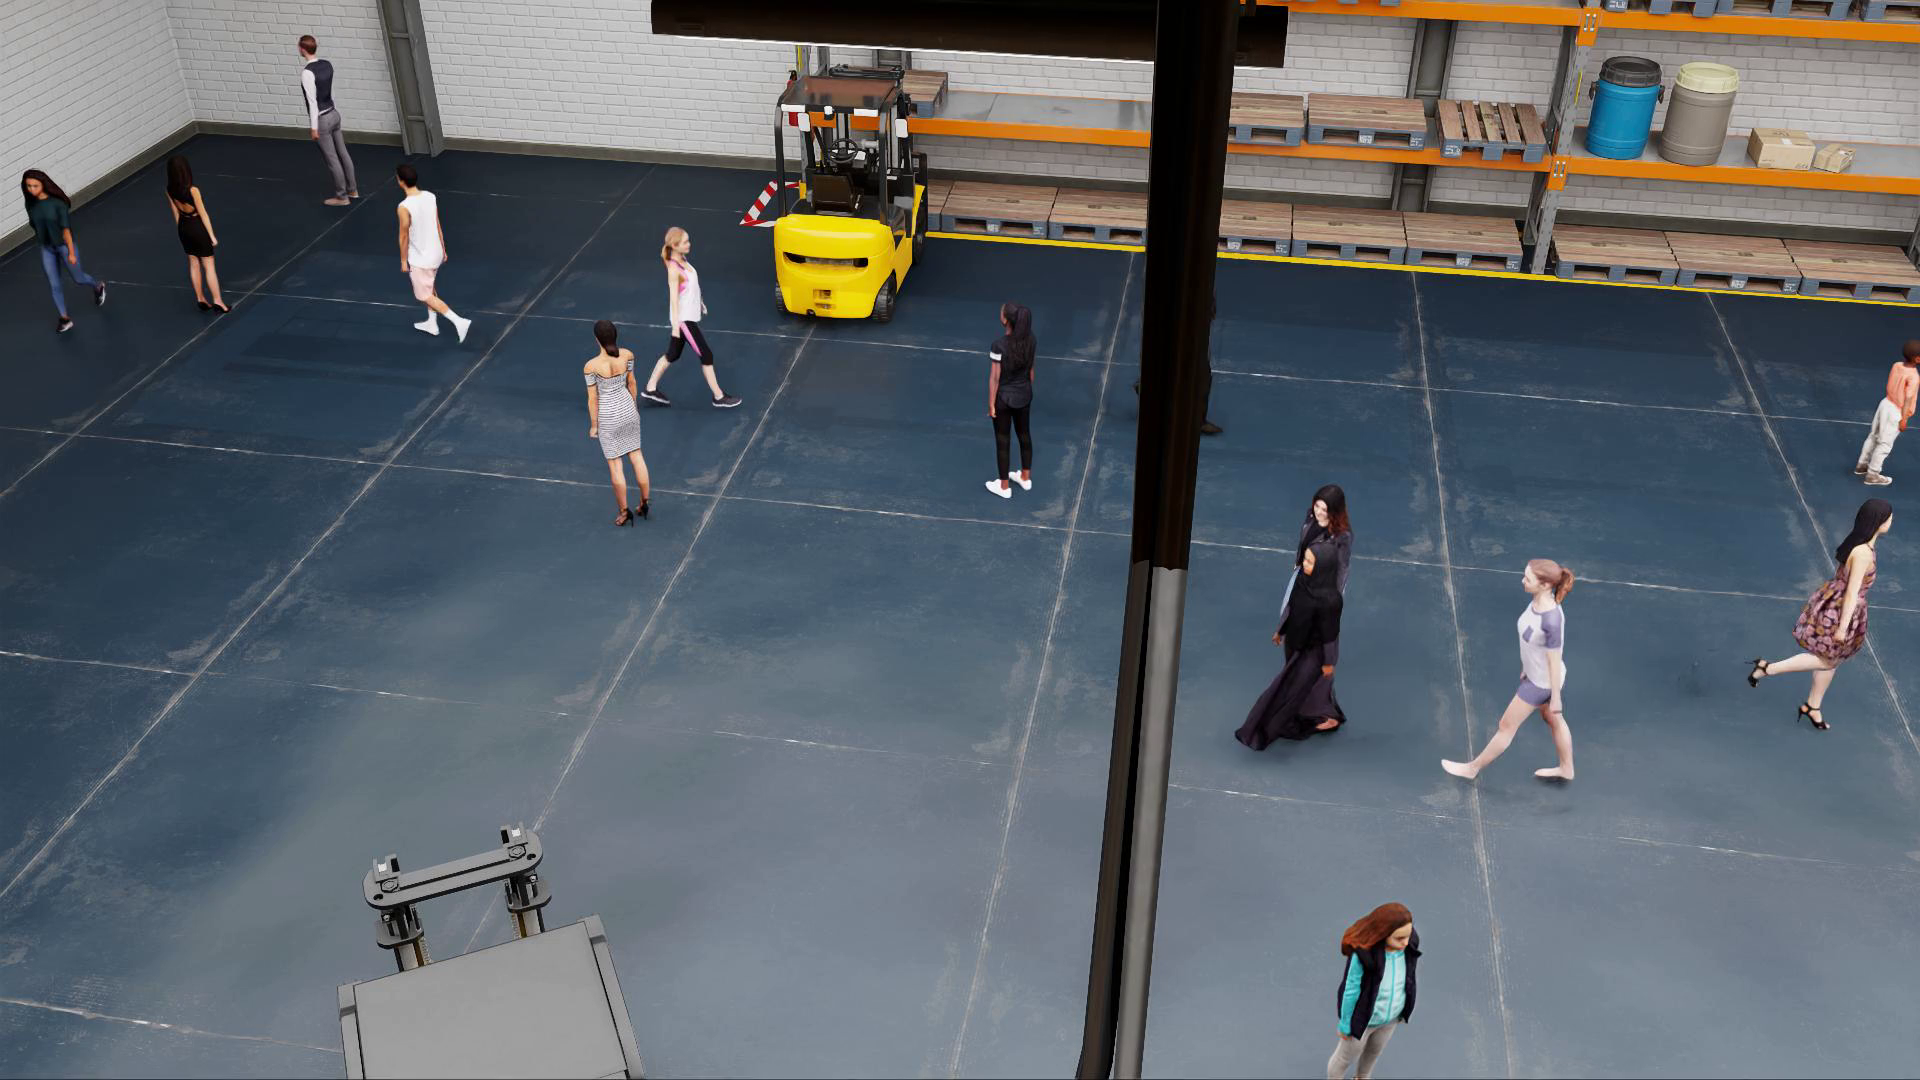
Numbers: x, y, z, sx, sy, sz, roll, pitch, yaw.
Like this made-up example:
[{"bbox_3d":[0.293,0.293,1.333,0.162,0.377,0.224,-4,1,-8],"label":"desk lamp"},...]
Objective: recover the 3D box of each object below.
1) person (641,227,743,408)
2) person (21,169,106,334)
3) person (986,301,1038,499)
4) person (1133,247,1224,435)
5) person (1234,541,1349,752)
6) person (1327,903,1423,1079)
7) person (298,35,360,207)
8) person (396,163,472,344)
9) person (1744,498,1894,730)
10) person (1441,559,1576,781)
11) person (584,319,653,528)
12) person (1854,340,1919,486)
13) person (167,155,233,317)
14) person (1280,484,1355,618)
[{"bbox_3d":[-2.554,-1.955,14.857,1.201,1.745,0.786,-2,34,-2],"label":"person"},{"bbox_3d":[-8.849,-2.901,16.417,0.963,1.595,0.766,1,34,1],"label":"person"},{"bbox_3d":[0.434,-1.166,13.685,0.688,1.729,0.740,-23,40,-30],"label":"person"},{"bbox_3d":[1.939,-1.806,14.498,1.108,1.895,0.759,9,35,14],"label":"person"},{"bbox_3d":[2.387,0.686,11.009,1.177,1.608,0.907,-8,34,-11],"label":"person"},{"bbox_3d":[2.106,2.400,8.527,0.663,1.499,0.739,-14,36,-20],"label":"person"},{"bbox_3d":[-7.226,-4.790,18.946,0.568,1.940,0.673,8,34,12],"label":"person"},{"bbox_3d":[-5.086,-2.715,15.980,1.095,1.767,0.806,14,36,20],"label":"person"},{"bbox_3d":[5.794,0.504,11.153,0.940,1.750,0.745,14,36,20],"label":"person"},{"bbox_3d":[3.765,0.911,10.581,1.084,1.705,0.609,7,34,10],"label":"person"},{"bbox_3d":[-2.718,-0.926,13.240,0.671,1.822,0.715,-24,41,-32],"label":"person"},{"bbox_3d":[7.810,-1.079,13.933,0.500,1.308,0.490,1,34,2],"label":"person"},{"bbox_3d":[-7.618,-3.026,16.558,0.446,1.645,0.630,10,35,14],"label":"person"},{"bbox_3d":[2.563,0.280,11.610,0.819,1.617,0.794,-16,37,-23],"label":"person"}]
